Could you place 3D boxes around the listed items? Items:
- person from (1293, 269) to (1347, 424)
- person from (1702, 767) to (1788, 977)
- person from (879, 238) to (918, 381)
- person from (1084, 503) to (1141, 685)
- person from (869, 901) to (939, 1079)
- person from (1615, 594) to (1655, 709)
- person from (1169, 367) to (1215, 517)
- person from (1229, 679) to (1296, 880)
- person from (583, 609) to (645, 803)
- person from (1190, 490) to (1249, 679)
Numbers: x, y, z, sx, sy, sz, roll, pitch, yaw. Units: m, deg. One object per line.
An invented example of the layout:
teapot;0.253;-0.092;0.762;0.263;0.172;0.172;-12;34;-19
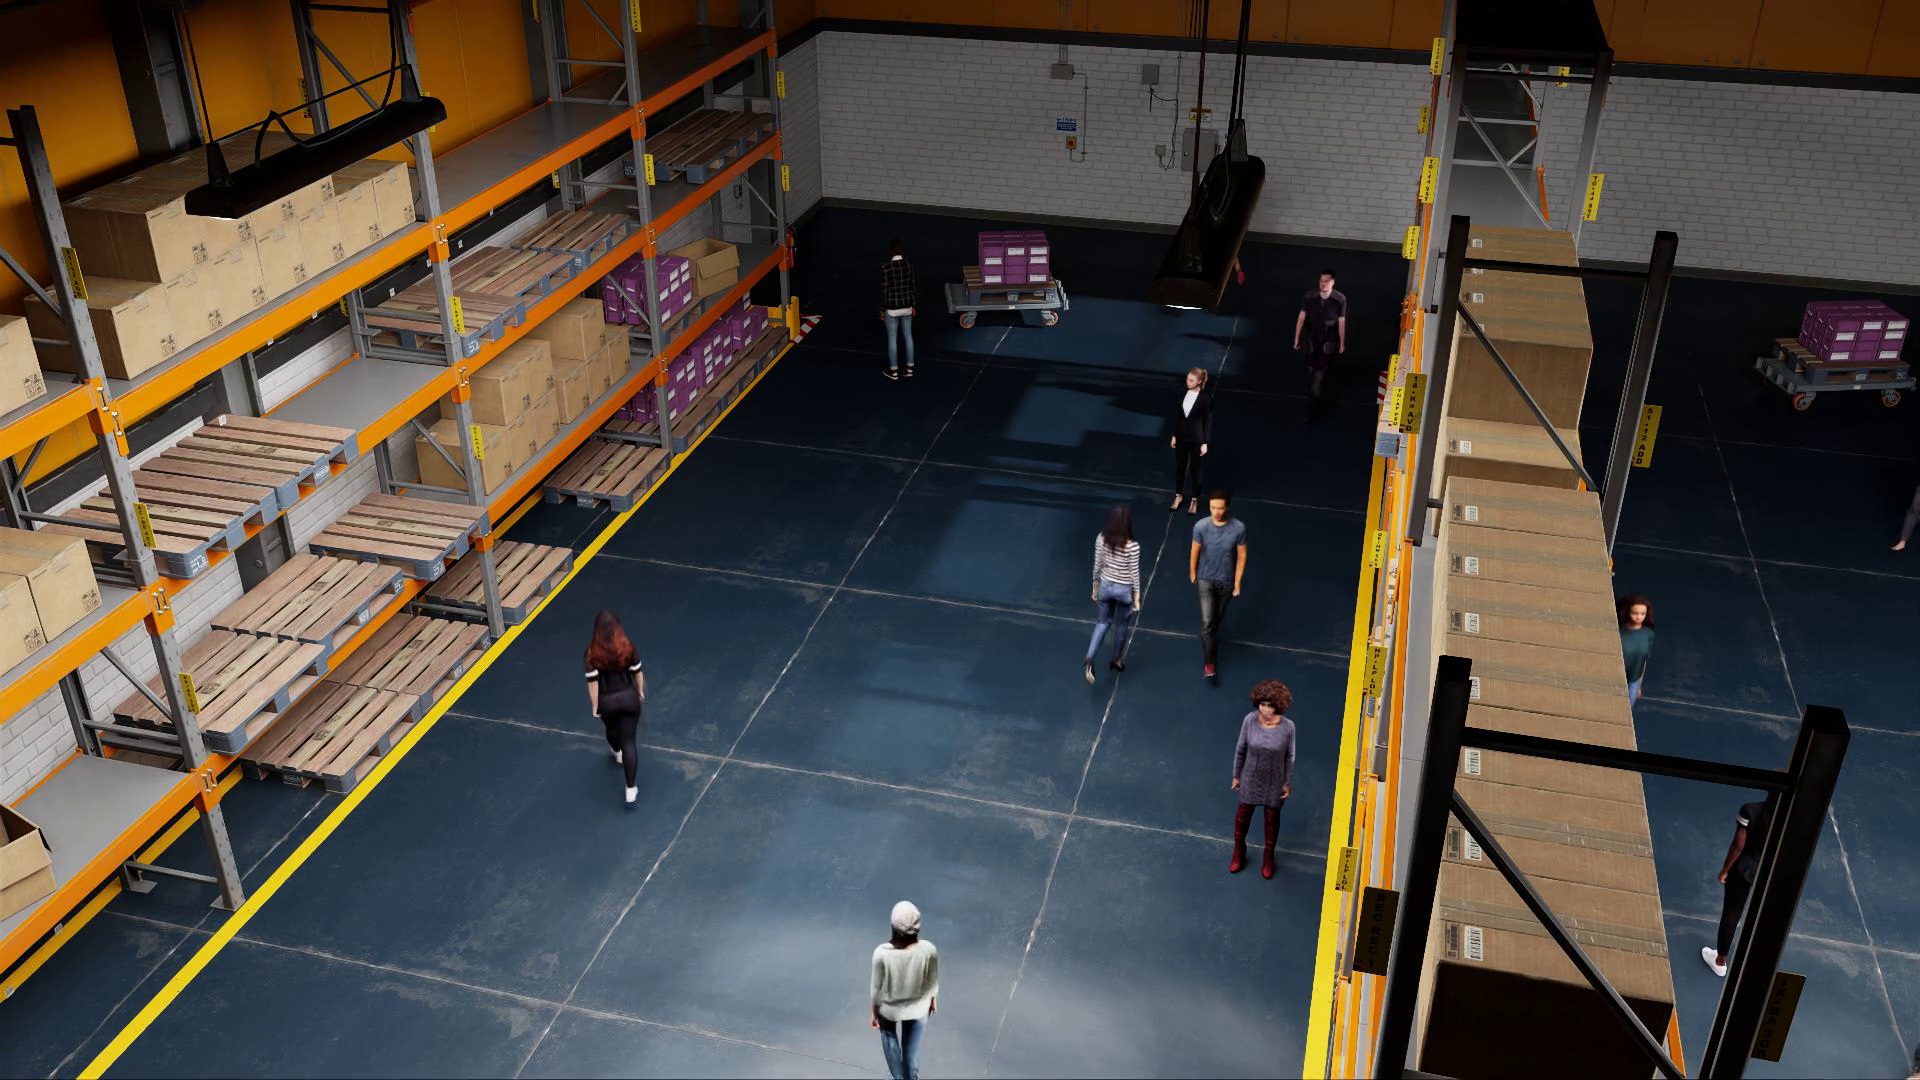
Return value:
person;4.377;-2.404;20.095;0.970;1.802;1.304;16;32;27
person;5.527;2.299;11.549;0.658;1.730;0.616;2;29;4
person;-0.776;-2.933;21.045;0.738;1.821;0.779;-13;31;-22
person;1.331;0.538;14.738;0.759;1.767;1.030;16;32;27
person;-0.341;2.969;10.413;0.699;1.640;0.721;-4;29;-8
person;5.454;1.154;13.765;0.656;1.617;0.664;1;29;1
person;2.465;-1.065;17.741;0.670;1.704;0.629;18;33;29
person;2.279;1.792;12.498;0.599;1.710;0.512;9;30;16
person;-2.750;1.359;13.417;0.991;1.590;1.197;-8;30;-14
person;2.350;0.303;15.172;0.798;1.765;1.162;2;29;3
